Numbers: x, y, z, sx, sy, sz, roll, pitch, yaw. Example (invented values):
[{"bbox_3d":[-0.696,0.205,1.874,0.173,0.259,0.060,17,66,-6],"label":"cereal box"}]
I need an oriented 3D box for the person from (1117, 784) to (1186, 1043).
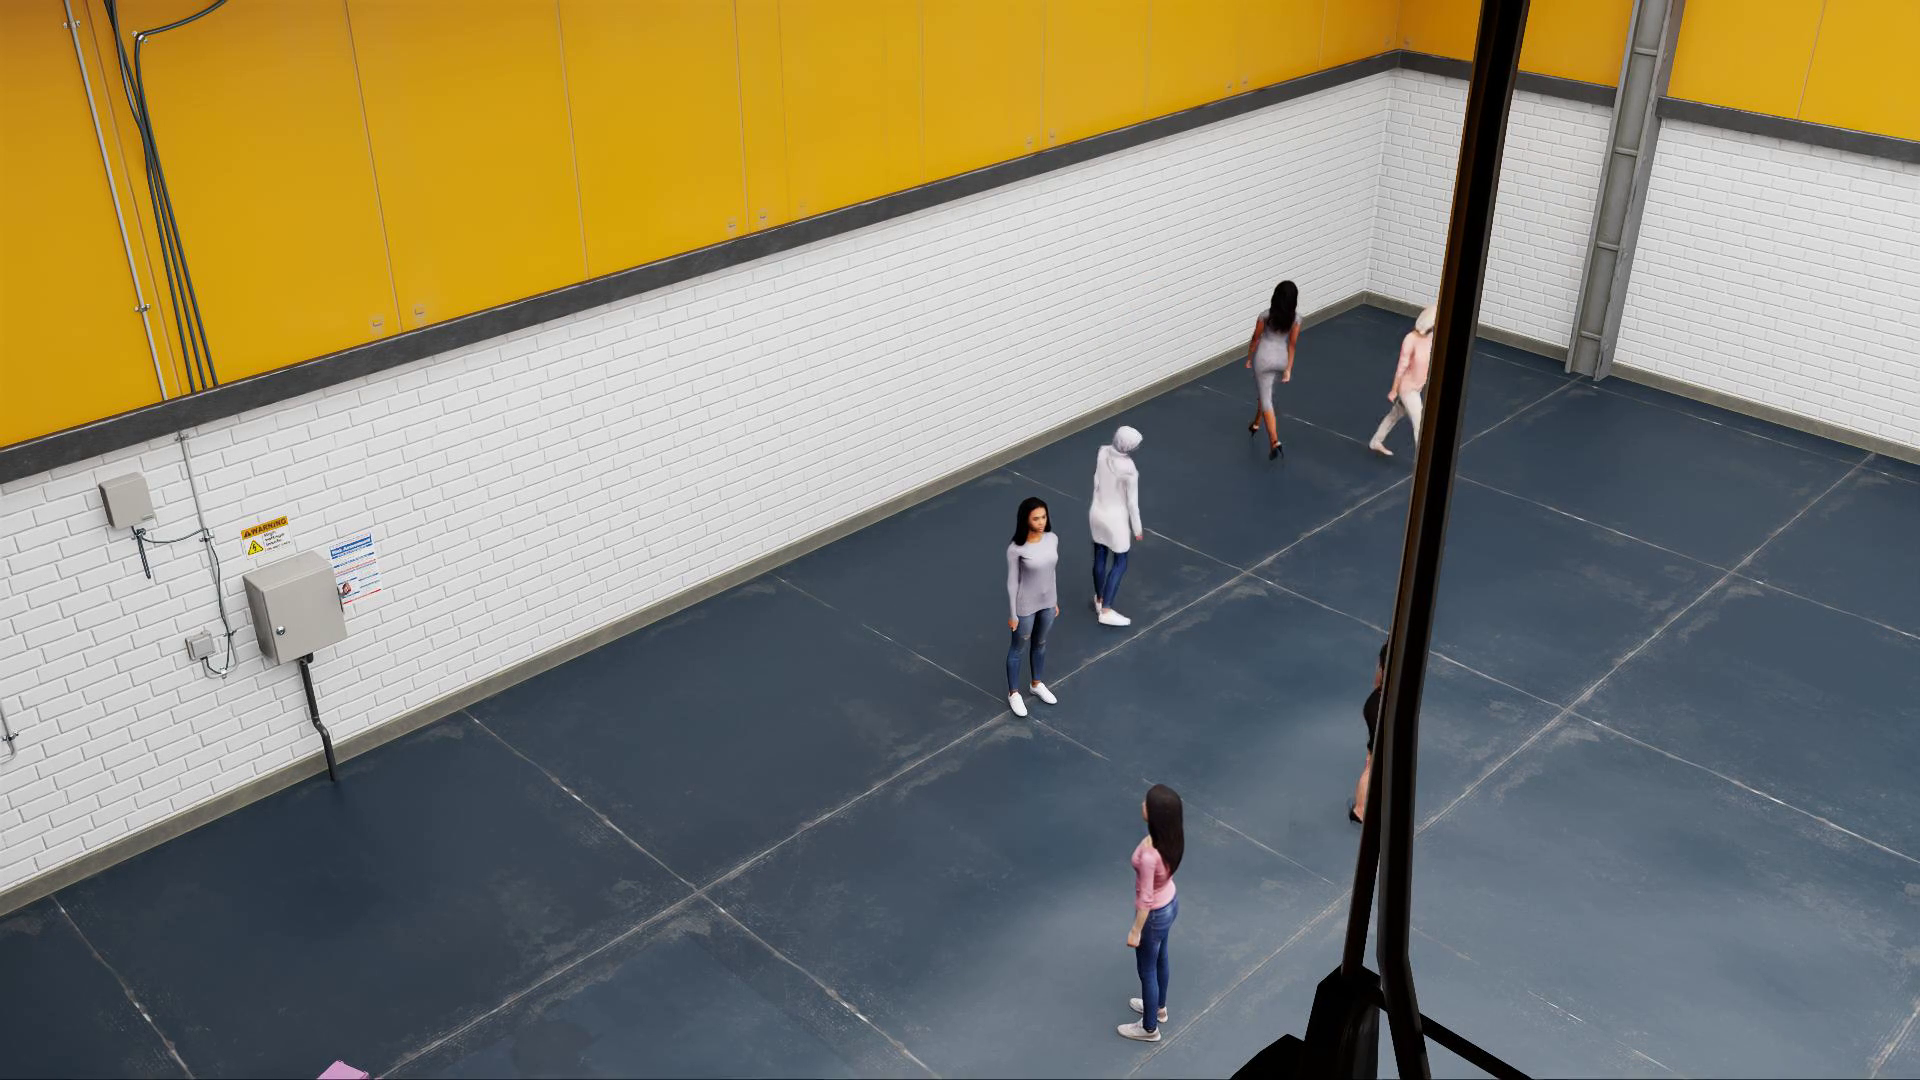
[{"bbox_3d":[1.094,2.099,9.384,0.610,1.742,0.635,13,31,23],"label":"person"}]

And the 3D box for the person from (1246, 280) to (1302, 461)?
[{"bbox_3d":[3.061,-1.609,16.198,1.026,1.726,1.210,-7,29,-12],"label":"person"}]

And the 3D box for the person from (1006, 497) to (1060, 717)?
[{"bbox_3d":[0.529,0.471,12.376,0.640,1.736,0.582,-19,34,-30],"label":"person"}]

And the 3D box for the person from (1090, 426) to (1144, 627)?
[{"bbox_3d":[1.198,-0.174,13.540,0.575,1.752,0.814,19,34,31],"label":"person"}]

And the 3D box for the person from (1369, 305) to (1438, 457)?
[{"bbox_3d":[4.268,-1.474,16.024,1.147,1.655,0.635,24,37,37],"label":"person"}]
